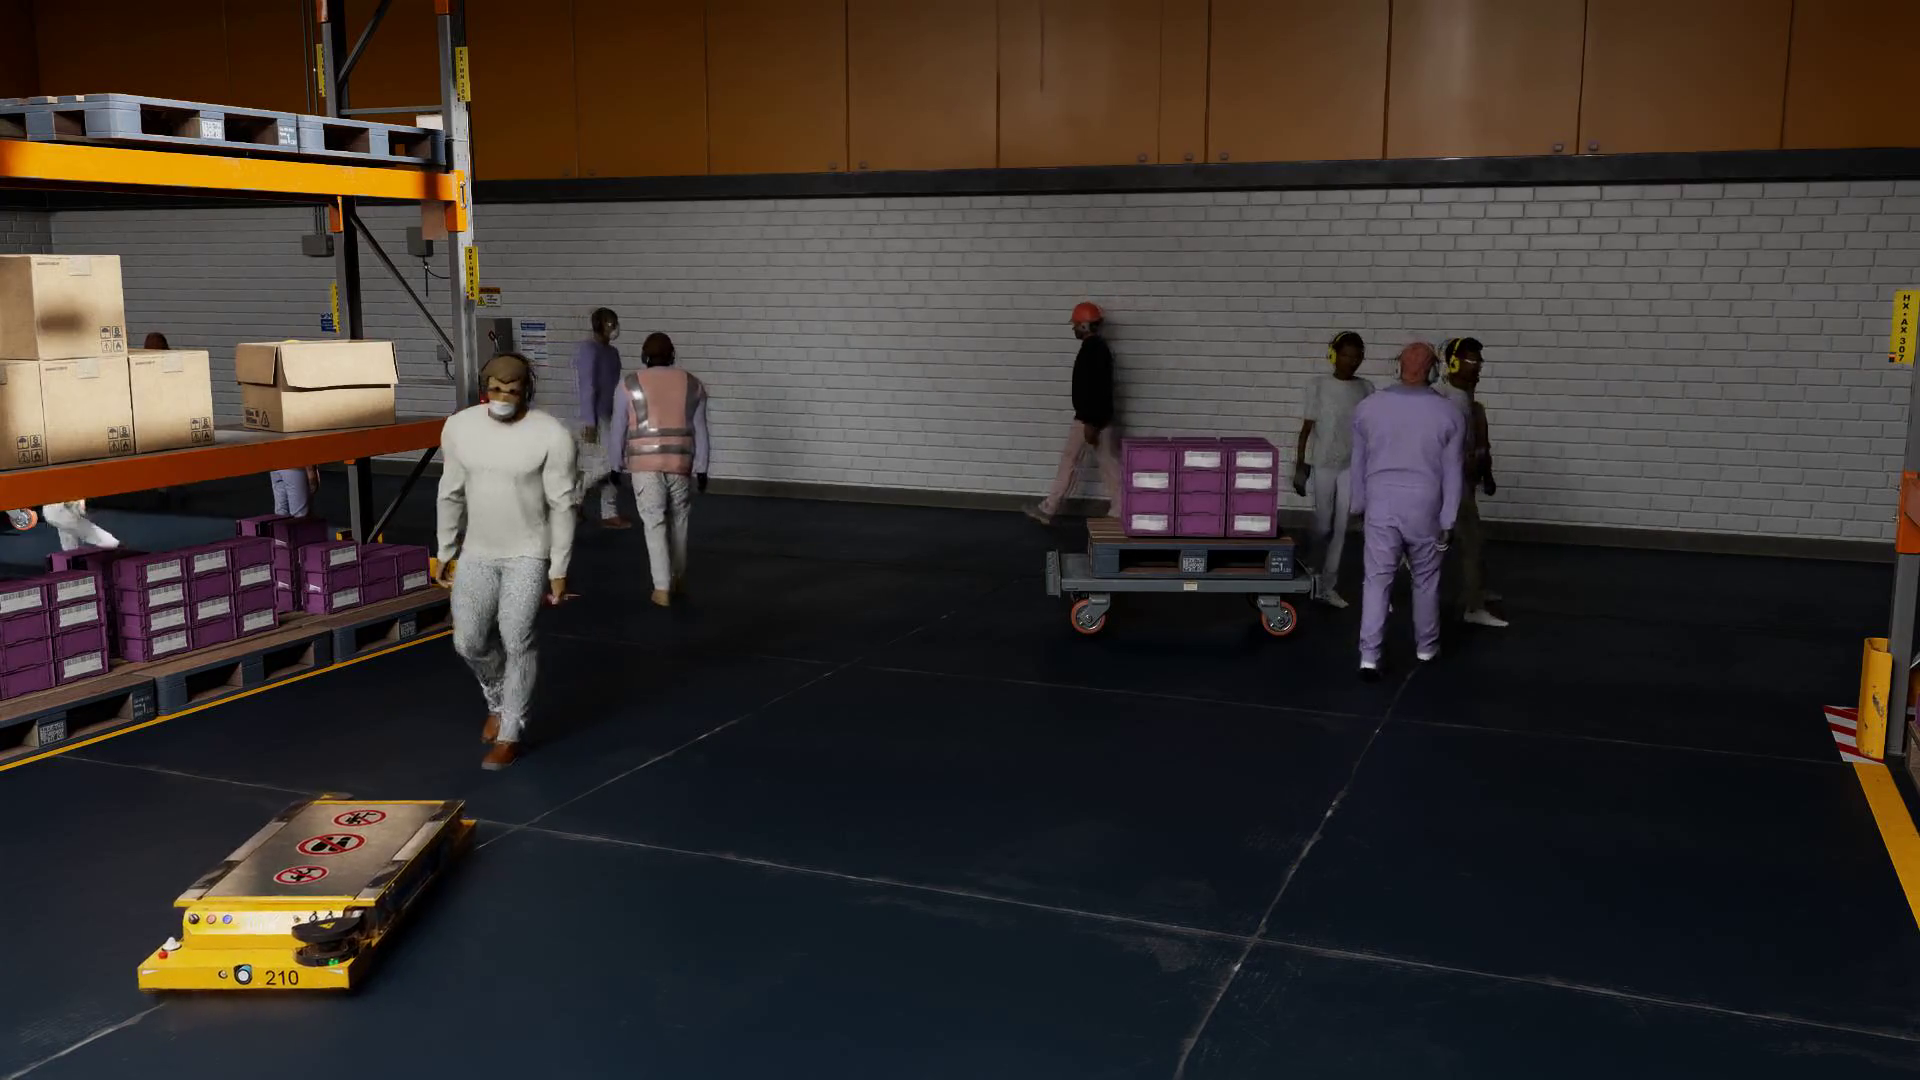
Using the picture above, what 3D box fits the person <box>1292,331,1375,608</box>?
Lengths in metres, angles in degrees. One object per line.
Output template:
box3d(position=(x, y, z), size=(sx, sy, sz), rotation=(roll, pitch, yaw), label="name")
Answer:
box3d(position=(2.490, -0.475, 11.126), size=(0.525, 1.846, 0.471), rotation=(-3, 10, -16), label="person")

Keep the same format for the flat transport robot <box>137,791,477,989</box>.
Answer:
box3d(position=(-2.215, 1.183, 5.822), size=(0.652, 0.197, 1.431), rotation=(0, 9, 0), label="flat transport robot")

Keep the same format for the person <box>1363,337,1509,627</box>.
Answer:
box3d(position=(3.053, -0.382, 10.624), size=(0.522, 1.839, 0.906), rotation=(-9, 13, -43), label="person")

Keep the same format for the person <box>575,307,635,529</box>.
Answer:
box3d(position=(-3.101, -1.030, 14.242), size=(0.517, 1.922, 0.643), rotation=(2, 10, 11), label="person")

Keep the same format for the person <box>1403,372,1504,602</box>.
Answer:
box3d(position=(3.389, -0.409, 11.432), size=(0.798, 1.601, 0.531), rotation=(9, 13, 44), label="person")

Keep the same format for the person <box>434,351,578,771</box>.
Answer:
box3d(position=(-2.043, 0.093, 7.498), size=(0.709, 1.902, 0.477), rotation=(2, 9, 9), label="person")

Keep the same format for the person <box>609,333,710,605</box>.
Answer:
box3d(position=(-2.074, -0.501, 11.376), size=(0.640, 1.806, 0.833), rotation=(-4, 10, -25), label="person")

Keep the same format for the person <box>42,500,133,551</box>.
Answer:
box3d(position=(-6.219, -0.578, 11.679), size=(0.506, 1.870, 0.581), rotation=(-4, 10, -23), label="person")

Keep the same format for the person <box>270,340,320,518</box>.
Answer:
box3d(position=(-4.537, -0.478, 11.367), size=(0.522, 1.769, 0.318), rotation=(8, 12, 40), label="person")

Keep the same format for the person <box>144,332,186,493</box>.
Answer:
box3d(position=(-7.901, -1.253, 16.503), size=(0.514, 1.615, 0.461), rotation=(-5, 10, -26), label="person")

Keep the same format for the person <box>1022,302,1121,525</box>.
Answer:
box3d(position=(1.034, -1.077, 14.439), size=(0.961, 1.947, 0.629), rotation=(5, 11, 27), label="person")

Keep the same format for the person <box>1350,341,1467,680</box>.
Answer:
box3d(position=(2.467, -0.168, 9.238), size=(0.642, 1.861, 1.004), rotation=(4, 10, 23), label="person")
